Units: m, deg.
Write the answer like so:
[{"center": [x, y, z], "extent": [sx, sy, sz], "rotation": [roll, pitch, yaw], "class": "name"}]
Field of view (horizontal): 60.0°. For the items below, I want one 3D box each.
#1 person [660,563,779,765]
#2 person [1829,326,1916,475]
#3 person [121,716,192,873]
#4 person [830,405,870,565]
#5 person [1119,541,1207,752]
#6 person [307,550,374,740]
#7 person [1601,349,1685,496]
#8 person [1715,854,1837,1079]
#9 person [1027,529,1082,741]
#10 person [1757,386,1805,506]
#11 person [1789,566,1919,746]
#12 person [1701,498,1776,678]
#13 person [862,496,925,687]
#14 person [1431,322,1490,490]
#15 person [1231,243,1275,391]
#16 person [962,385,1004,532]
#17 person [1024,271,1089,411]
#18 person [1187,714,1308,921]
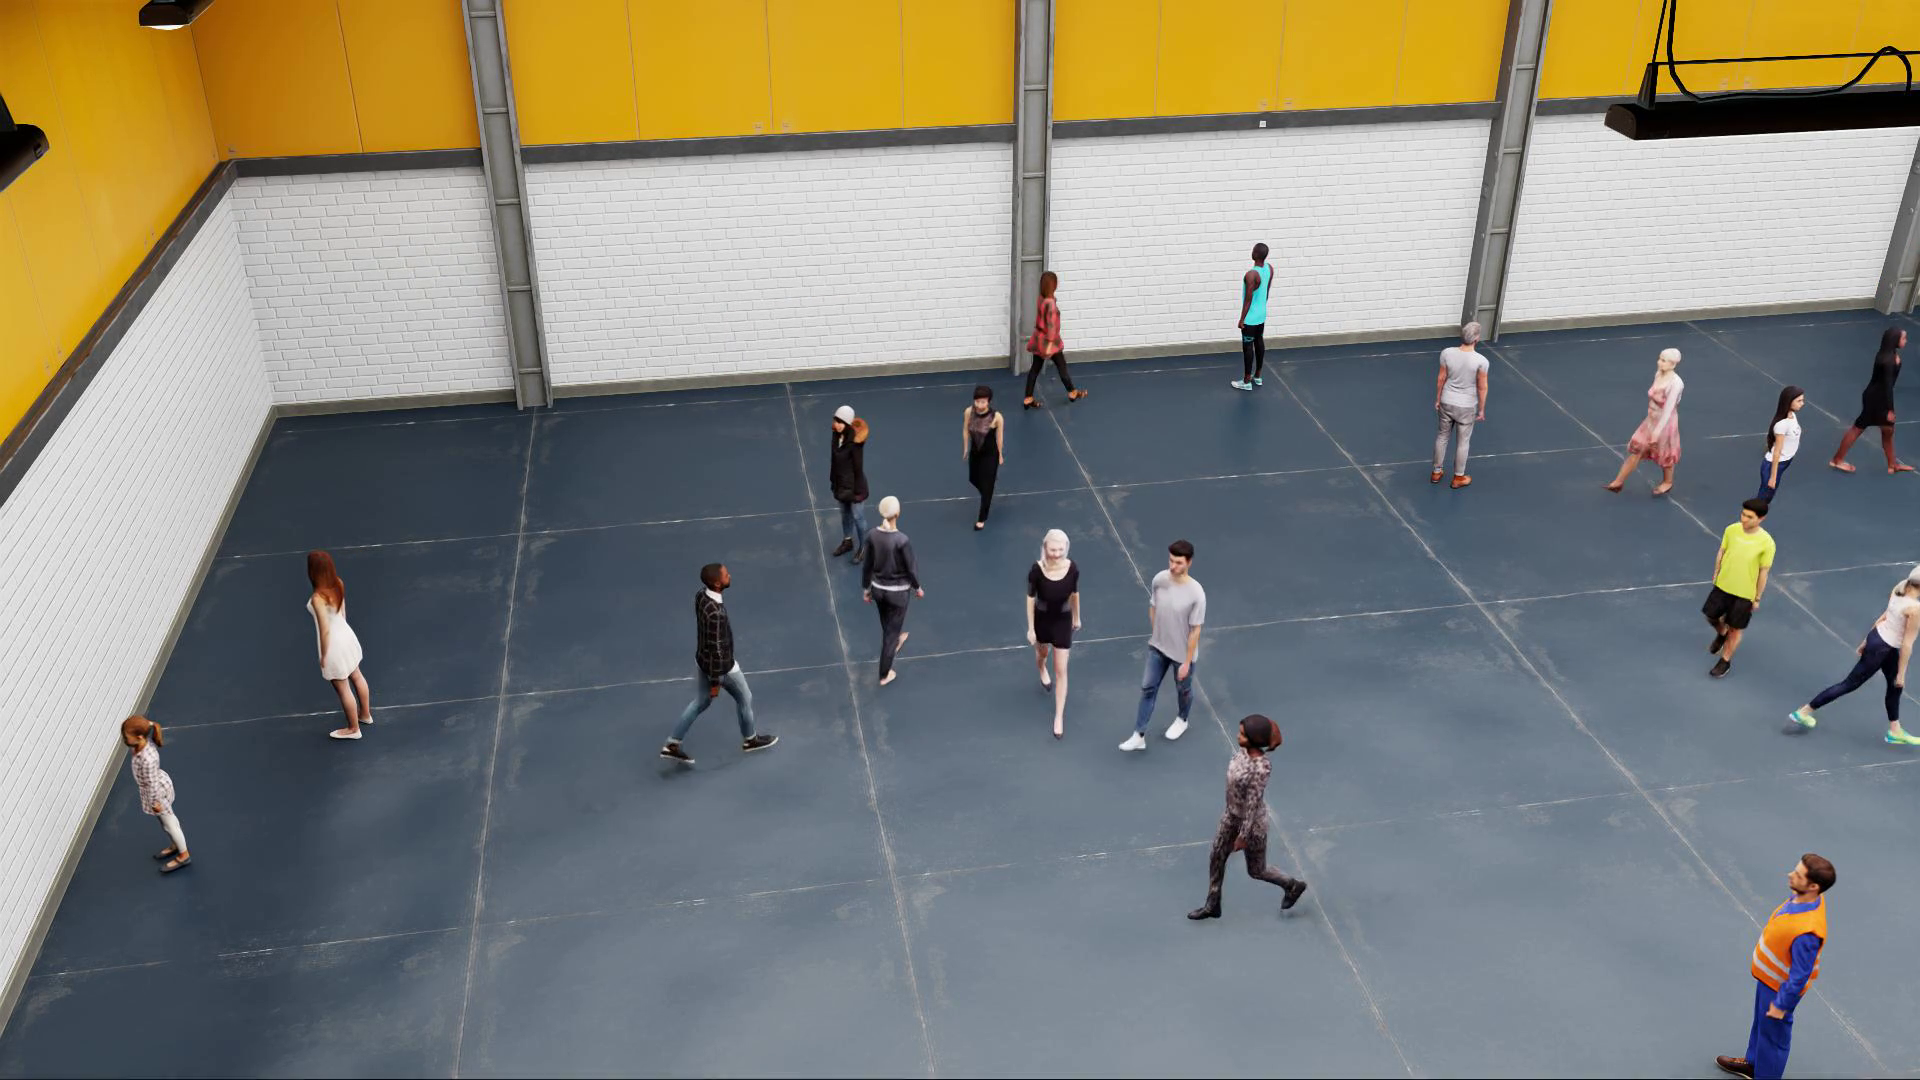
[{"center": [-2.023, 1.020, 13.124], "extent": [1.288, 1.781, 0.913], "rotation": [-14, 31, -23], "class": "person"}, {"center": [9.714, -1.483, 17.808], "extent": [1.120, 1.691, 1.042], "rotation": [17, 33, 28], "class": "person"}, {"center": [-5.864, 1.820, 12.150], "extent": [0.602, 1.310, 0.588], "rotation": [-16, 33, -27], "class": "person"}, {"center": [-1.066, -0.555, 16.169], "extent": [0.724, 1.631, 0.761], "rotation": [25, 37, 38], "class": "person"}, {"center": [1.780, 0.819, 13.411], "extent": [1.067, 1.859, 1.134], "rotation": [20, 34, 32], "class": "person"}, {"center": [-5.065, 0.837, 13.532], "extent": [0.622, 1.712, 0.620], "rotation": [4, 29, 7], "class": "person"}, {"center": [7.359, -1.183, 17.303], "extent": [1.064, 1.647, 0.674], "rotation": [-8, 30, -14], "class": "person"}, {"center": [4.967, 2.652, 10.047], "extent": [0.779, 1.864, 0.786], "rotation": [9, 30, 15], "class": "person"}, {"center": [0.744, 0.667, 13.767], "extent": [1.144, 1.787, 0.774], "rotation": [-4, 29, -7], "class": "person"}, {"center": [7.930, -0.678, 16.246], "extent": [0.715, 1.774, 0.665], "rotation": [17, 33, 28], "class": "person"}, {"center": [7.331, 0.932, 13.440], "extent": [1.330, 1.634, 0.987], "rotation": [6, 29, 11], "class": "person"}, {"center": [6.779, 0.370, 14.404], "extent": [0.884, 1.698, 0.808], "rotation": [-21, 35, -34], "class": "person"}, {"center": [-0.636, 0.465, 14.231], "extent": [1.008, 1.697, 1.036], "rotation": [16, 33, 27], "class": "person"}, {"center": [5.267, -1.432, 17.568], "extent": [0.760, 1.831, 0.808], "rotation": [20, 34, 32], "class": "person"}, {"center": [3.524, -2.679, 19.875], "extent": [0.628, 1.811, 0.736], "rotation": [-24, 37, -37], "class": "person"}, {"center": [0.281, -0.895, 16.851], "extent": [0.940, 1.575, 0.934], "rotation": [14, 31, 23], "class": "person"}, {"center": [0.927, -2.283, 19.298], "extent": [1.060, 1.668, 0.735], "rotation": [-10, 30, -18], "class": "person"}, {"center": [2.052, 1.956, 11.502], "extent": [1.086, 1.693, 0.622], "rotation": [-7, 29, -12], "class": "person"}]
